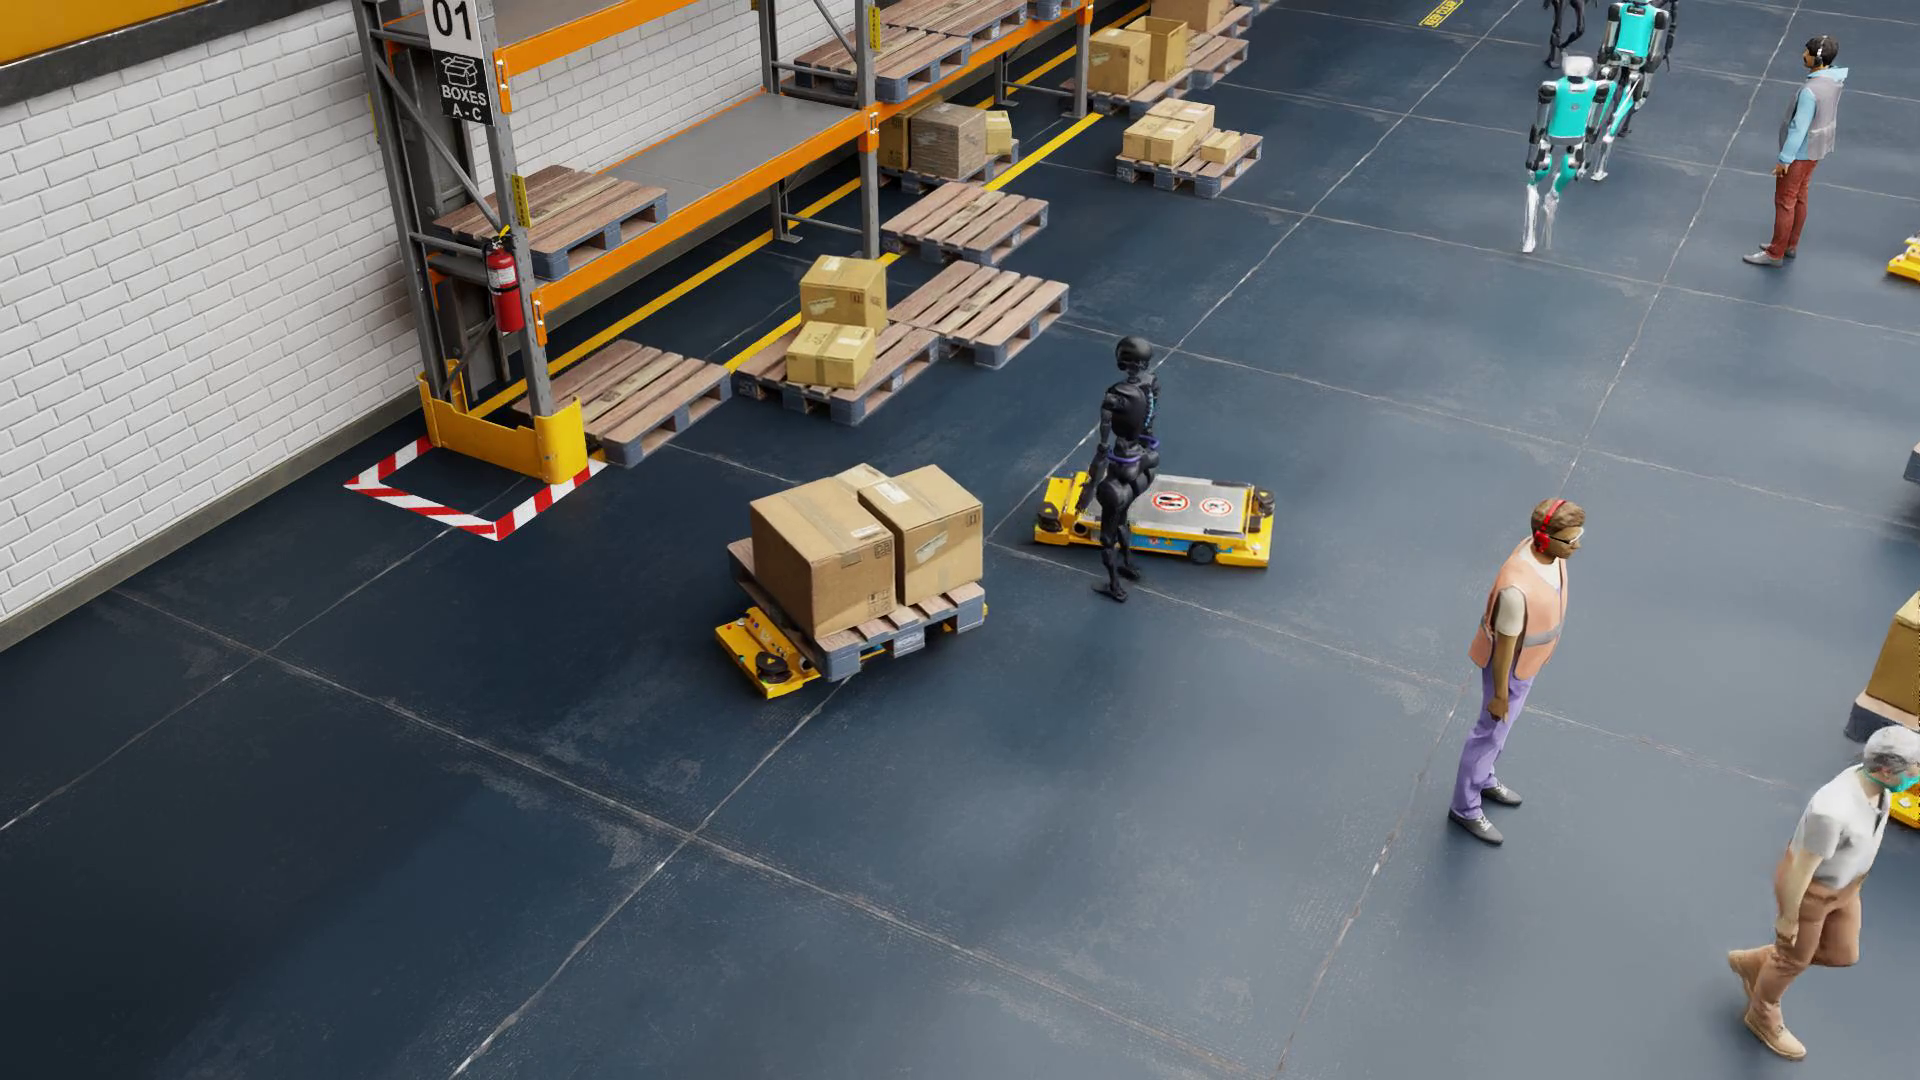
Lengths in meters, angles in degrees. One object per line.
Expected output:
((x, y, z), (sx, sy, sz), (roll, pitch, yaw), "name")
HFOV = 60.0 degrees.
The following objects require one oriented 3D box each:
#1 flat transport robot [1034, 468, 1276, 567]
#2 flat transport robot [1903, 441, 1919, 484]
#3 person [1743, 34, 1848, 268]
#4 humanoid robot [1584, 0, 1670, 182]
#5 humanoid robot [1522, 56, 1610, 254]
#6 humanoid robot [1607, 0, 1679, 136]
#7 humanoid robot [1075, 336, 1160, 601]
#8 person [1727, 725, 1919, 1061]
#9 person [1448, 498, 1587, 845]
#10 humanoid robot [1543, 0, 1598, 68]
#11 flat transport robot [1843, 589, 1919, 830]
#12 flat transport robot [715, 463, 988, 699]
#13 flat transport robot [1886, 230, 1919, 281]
((1.223, -0.152, 10.377), (1.431, 0.231, 0.659), (7, 34, 10), "flat transport robot")
((6.733, -0.269, 10.556), (0.659, 0.231, 1.431), (27, 42, 34), "flat transport robot")
((6.795, -3.122, 13.422), (0.415, 1.872, 0.536), (28, 42, 35), "person")
((5.833, -3.962, 14.900), (0.542, 1.884, 0.739), (26, 41, 34), "humanoid robot")
((4.824, -3.110, 13.589), (0.560, 1.833, 0.803), (1, 33, 2), "humanoid robot")
((6.596, -4.766, 16.087), (0.600, 1.642, 0.480), (21, 39, 28), "humanoid robot")
((0.893, -0.401, 9.476), (0.380, 1.654, 0.596), (24, 40, 32), "humanoid robot")
((3.466, 1.415, 6.692), (0.494, 1.716, 0.404), (-20, 38, -27), "person")
((2.596, 0.584, 7.835), (0.372, 1.842, 0.568), (20, 38, 27), "person")
((6.542, -5.907, 17.799), (0.589, 1.647, 0.400), (-5, 34, -7), "humanoid robot")
((5.264, 1.125, 8.445), (1.431, 0.231, 0.659), (-28, 42, -35), "flat transport robot")
((-0.614, 0.434, 9.491), (1.431, 0.231, 0.659), (-20, 38, -27), "flat transport robot")
((8.320, -2.418, 13.806), (1.431, 0.231, 0.659), (-28, 43, -36), "flat transport robot")
